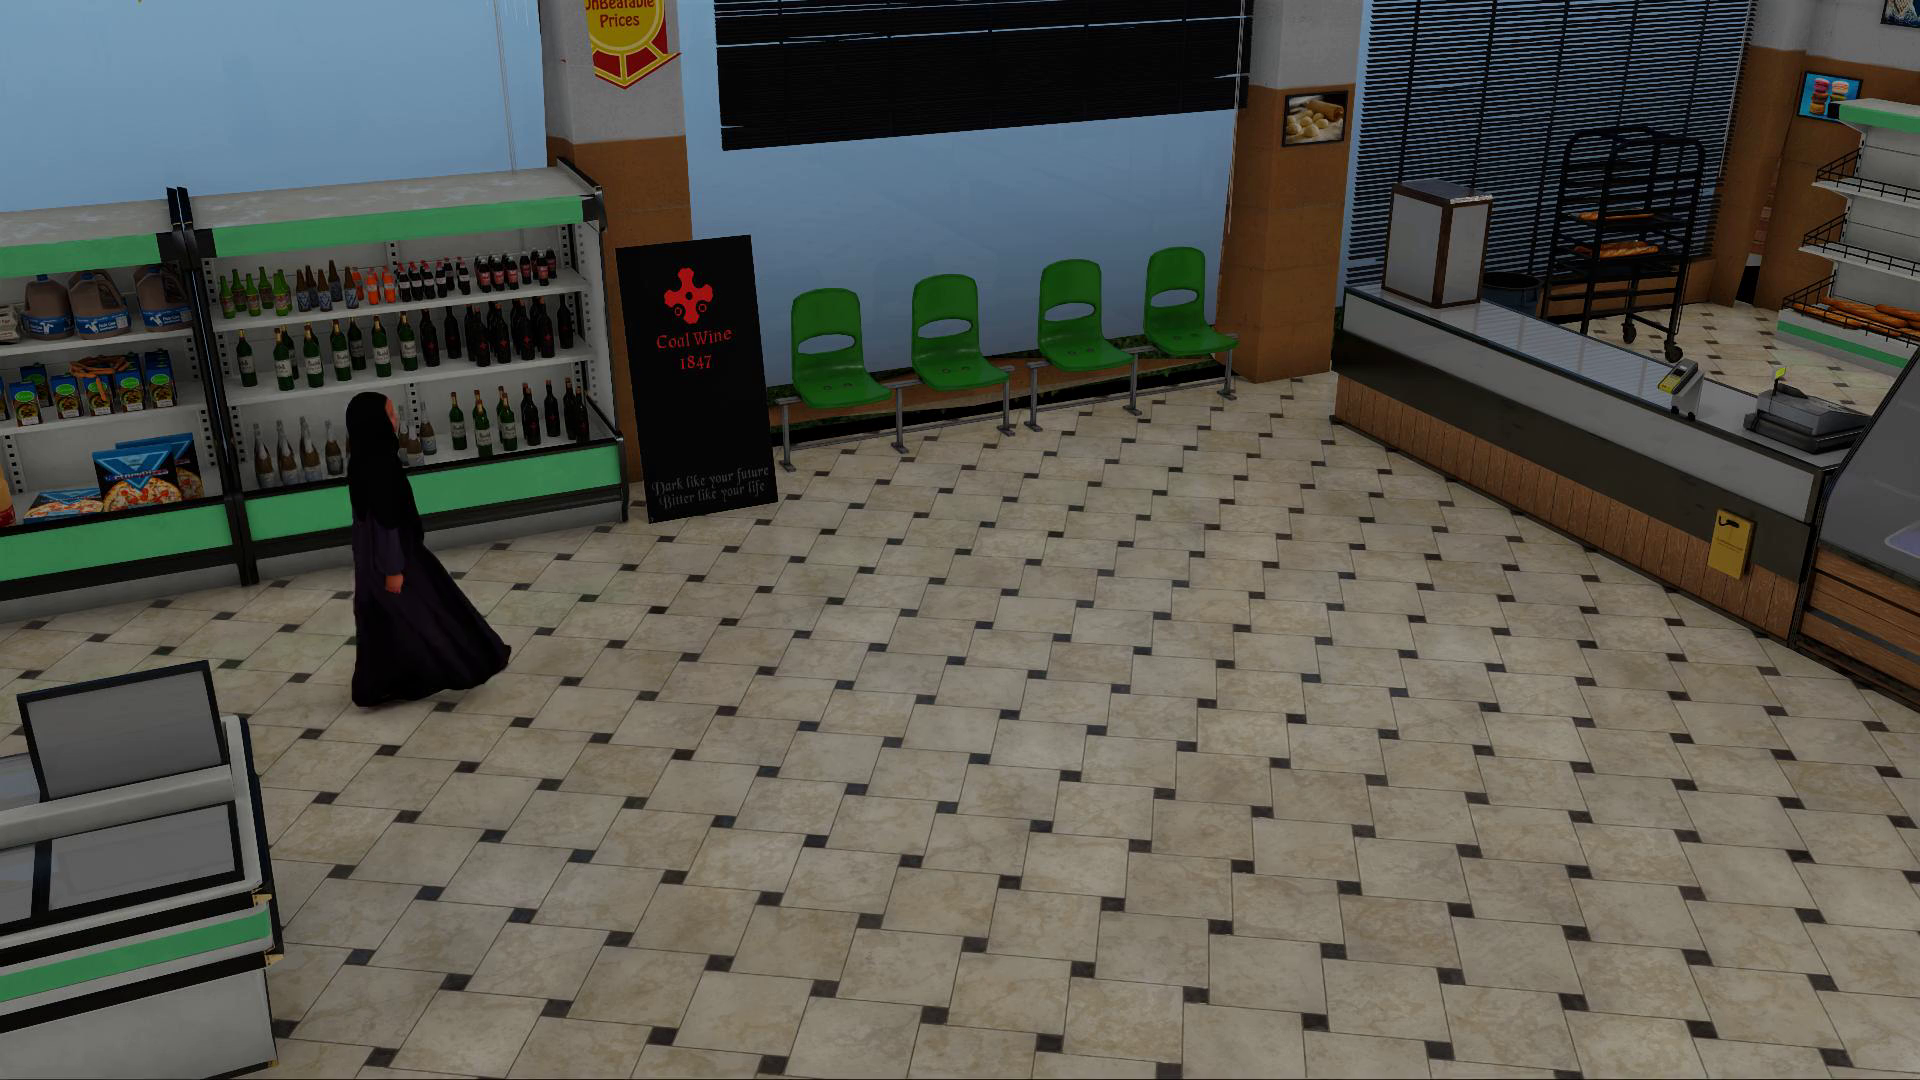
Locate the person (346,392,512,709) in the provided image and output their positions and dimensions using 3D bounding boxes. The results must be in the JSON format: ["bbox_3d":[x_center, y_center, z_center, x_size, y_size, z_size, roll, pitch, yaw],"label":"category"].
[{"bbox_3d":[-2.800,0.075,7.951,1.022,1.605,0.683,-13,27,-28],"label":"person"}]
